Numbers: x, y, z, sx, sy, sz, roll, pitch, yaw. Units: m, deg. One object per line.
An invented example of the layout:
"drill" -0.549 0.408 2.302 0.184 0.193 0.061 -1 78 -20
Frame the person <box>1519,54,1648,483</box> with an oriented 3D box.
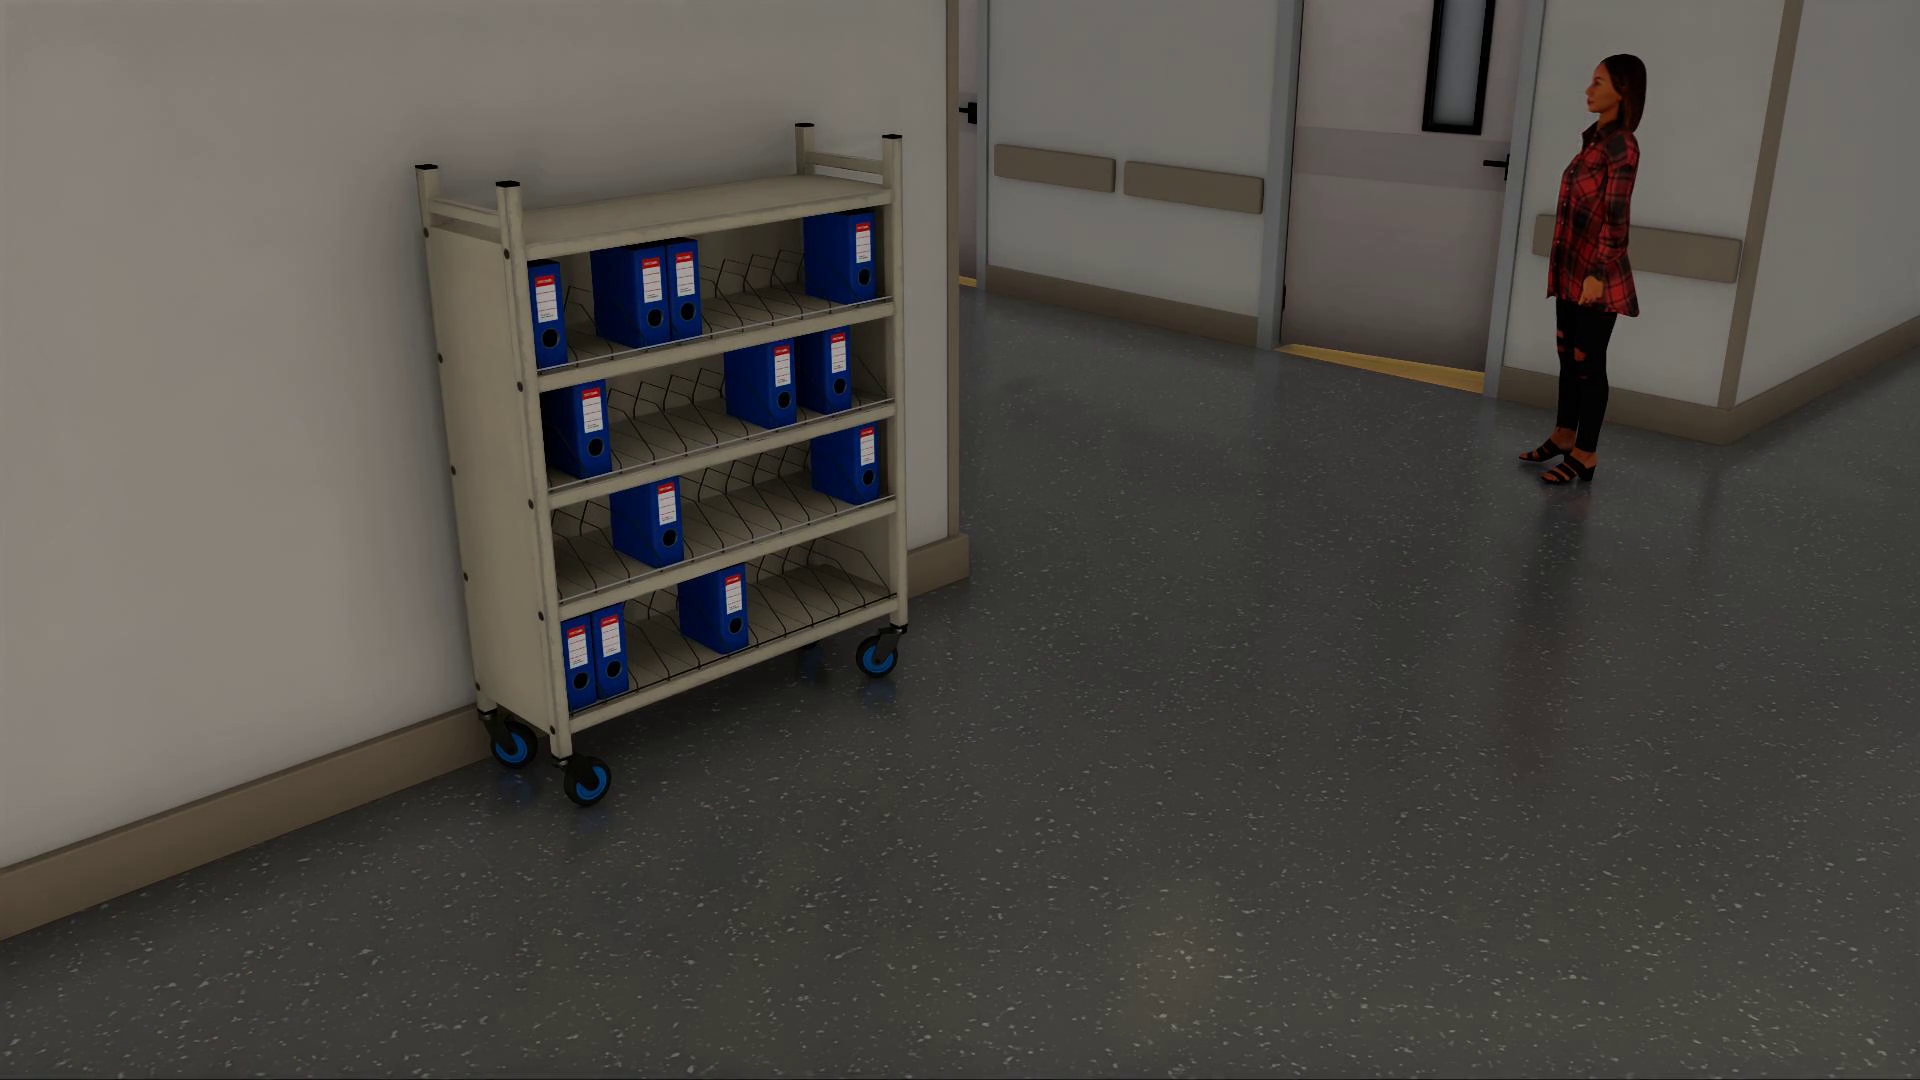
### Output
"person" 2.537 -1.079 6.694 0.753 1.703 0.694 0 21 0
